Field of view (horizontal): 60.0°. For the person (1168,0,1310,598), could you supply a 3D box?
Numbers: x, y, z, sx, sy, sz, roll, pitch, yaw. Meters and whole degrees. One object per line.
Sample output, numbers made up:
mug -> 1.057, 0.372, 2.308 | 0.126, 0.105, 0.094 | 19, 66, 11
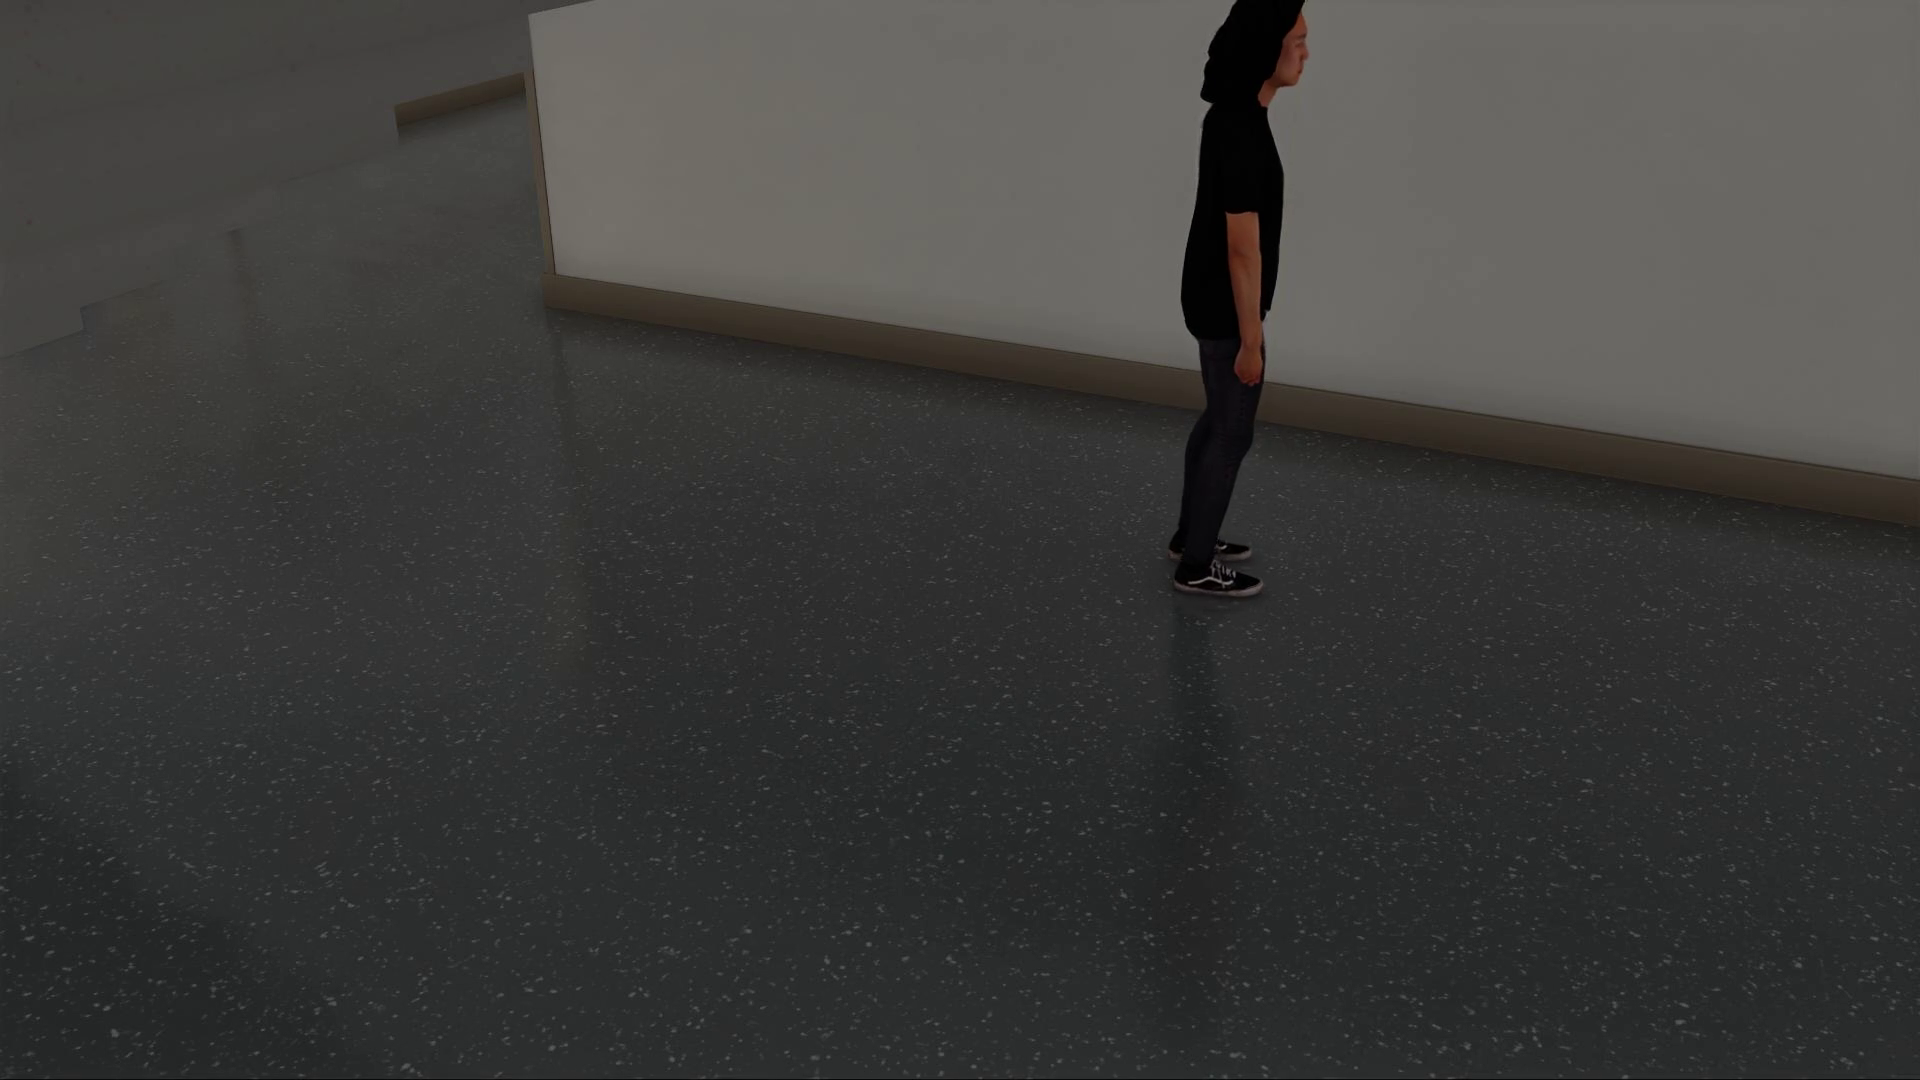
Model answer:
person -> 0.783, -0.702, 4.925 | 0.676, 1.823, 0.704 | 0, 26, 0
